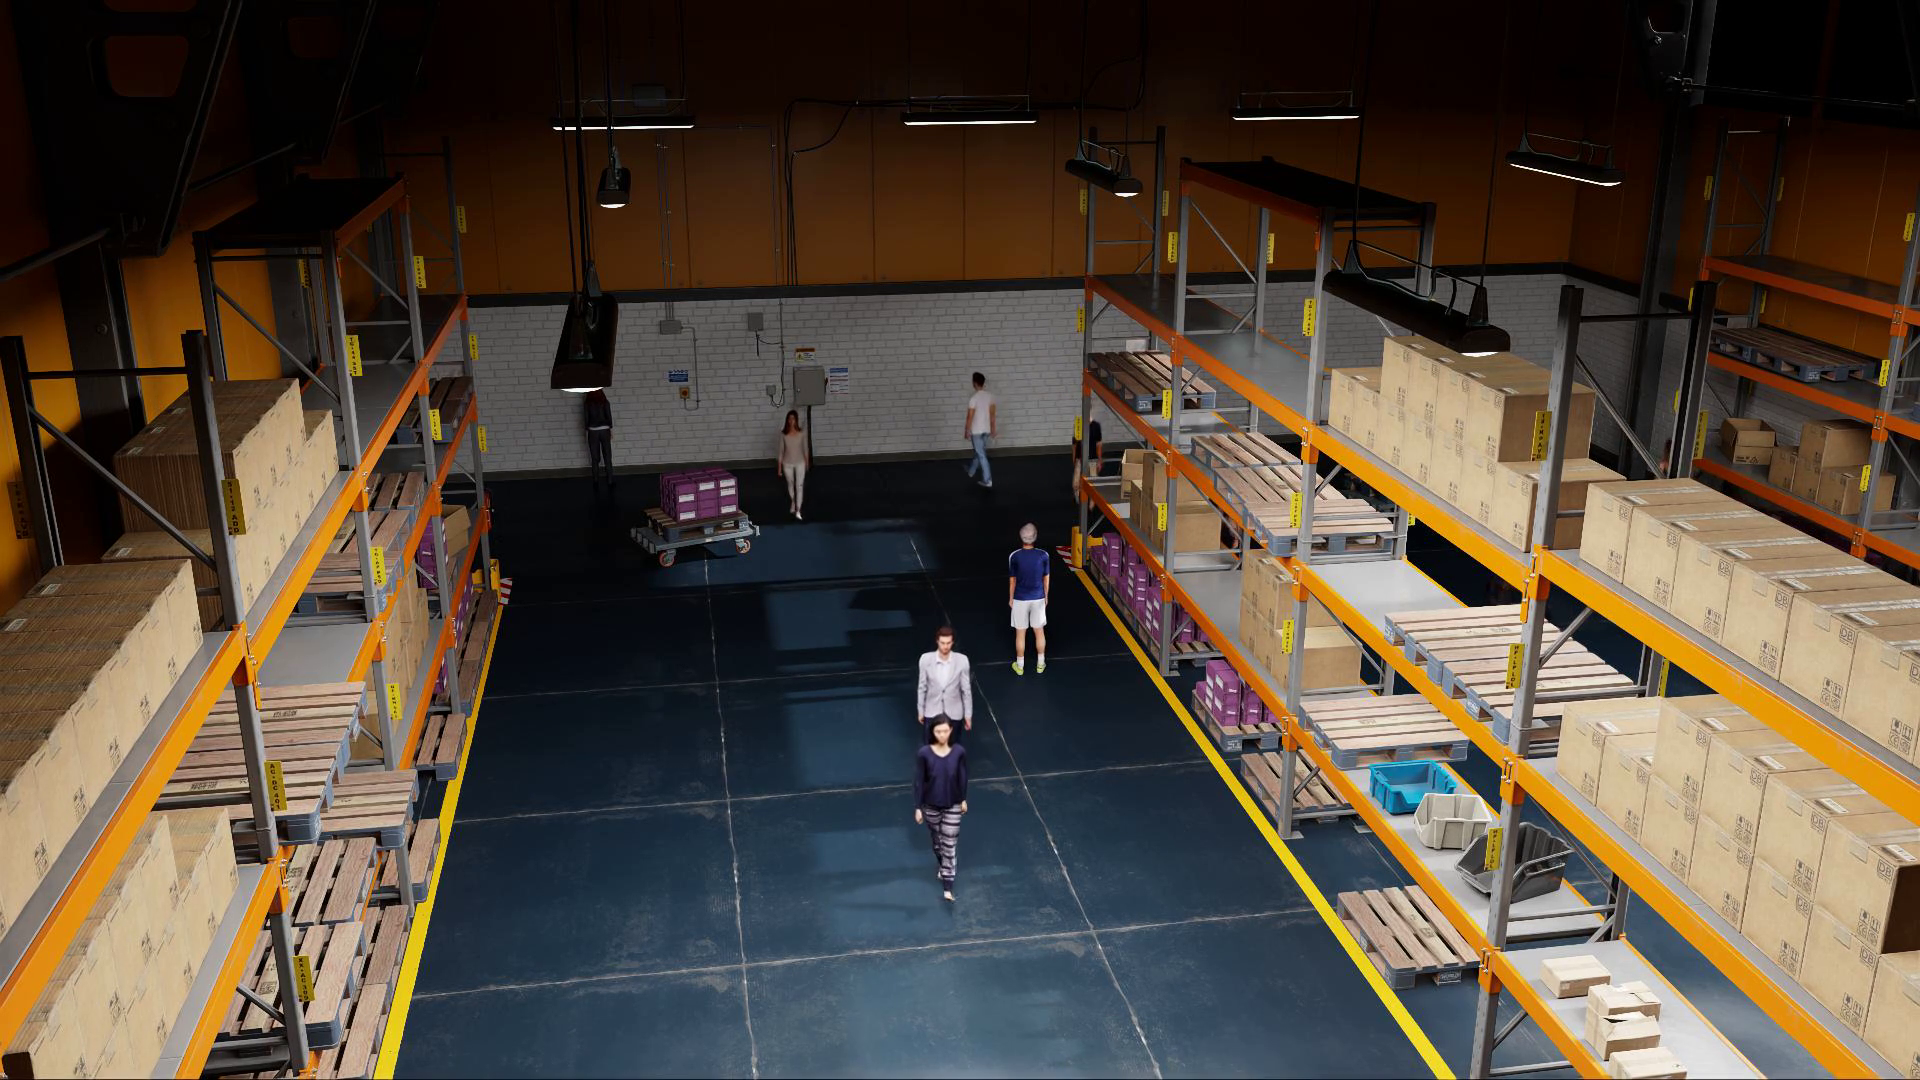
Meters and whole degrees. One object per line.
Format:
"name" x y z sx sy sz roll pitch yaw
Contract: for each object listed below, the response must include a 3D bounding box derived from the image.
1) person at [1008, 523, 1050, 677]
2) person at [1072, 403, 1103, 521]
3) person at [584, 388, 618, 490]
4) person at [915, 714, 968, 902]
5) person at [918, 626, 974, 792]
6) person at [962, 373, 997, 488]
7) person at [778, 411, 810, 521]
"person" 0.809 0.686 19.517 0.637 1.838 0.554 -2 19 -7
"person" 1.953 -1.218 25.163 0.762 1.844 0.768 6 19 17
"person" -5.788 -1.694 26.678 0.605 1.780 0.520 -1 19 -4
"person" -0.168 2.324 14.887 0.730 1.689 1.088 0 19 -1
"person" -0.149 1.690 16.557 0.839 1.825 1.056 1 19 3
"person" 0.390 -1.739 26.741 1.055 1.824 1.202 -17 25 -40
"person" -2.525 -1.157 25.256 0.693 1.669 1.156 -1 19 -4
